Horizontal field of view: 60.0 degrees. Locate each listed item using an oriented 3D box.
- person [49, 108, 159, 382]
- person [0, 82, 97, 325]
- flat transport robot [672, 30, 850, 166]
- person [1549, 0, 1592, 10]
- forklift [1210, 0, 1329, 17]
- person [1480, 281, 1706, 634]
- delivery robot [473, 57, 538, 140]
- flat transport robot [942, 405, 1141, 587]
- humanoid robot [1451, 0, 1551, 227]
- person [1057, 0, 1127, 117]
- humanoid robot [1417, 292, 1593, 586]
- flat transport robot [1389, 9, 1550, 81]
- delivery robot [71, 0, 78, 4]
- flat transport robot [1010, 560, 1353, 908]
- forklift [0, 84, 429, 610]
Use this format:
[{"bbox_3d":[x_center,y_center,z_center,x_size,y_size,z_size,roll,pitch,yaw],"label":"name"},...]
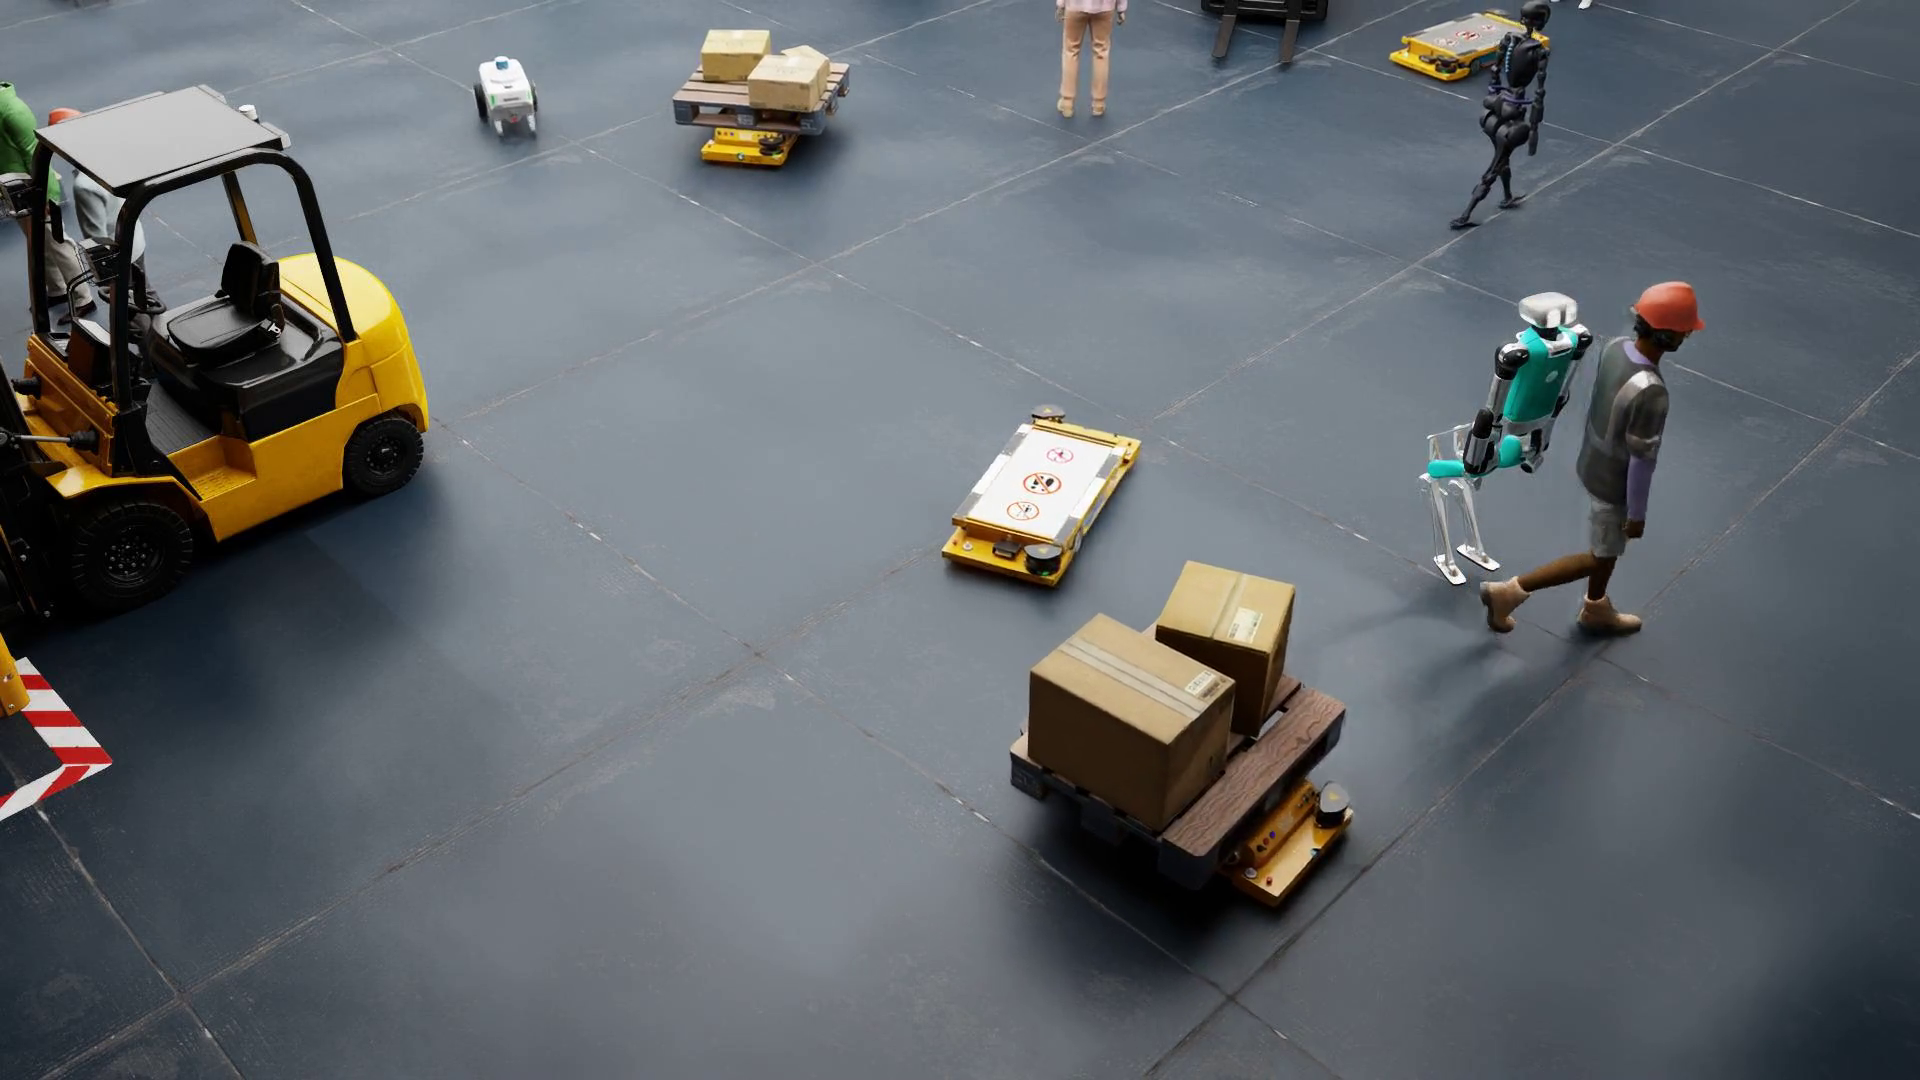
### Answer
[{"bbox_3d":[-5.187,-1.802,10.179,0.350,1.740,0.573,-4,37,-5],"label":"person"},{"bbox_3d":[-6.048,-2.266,10.766,0.535,1.784,0.383,24,43,28],"label":"person"},{"bbox_3d":[-1.595,-3.453,13.619,0.659,0.231,1.431,7,37,9],"label":"flat transport robot"},{"bbox_3d":[5.977,-5.868,15.707,0.518,1.636,0.310,30,46,34],"label":"person"},{"bbox_3d":[3.106,-6.400,15.960,1.214,2.155,2.313,8,37,10],"label":"forklift"},{"bbox_3d":[3.062,-0.324,7.977,0.804,2.015,0.616,3,37,4],"label":"person"},{"bbox_3d":[-3.723,-3.680,13.658,0.499,0.564,0.744,-12,39,-16],"label":"delivery robot"},{"bbox_3d":[0.483,-0.273,9.362,0.659,0.231,1.431,15,39,19],"label":"flat transport robot"},{"bbox_3d":[3.968,-3.071,11.965,0.778,1.621,0.601,-14,39,-18],"label":"humanoid robot"},{"bbox_3d":[1.086,-4.309,13.511,0.572,1.769,0.411,-4,37,-5],"label":"person"},{"bbox_3d":[2.660,-0.575,8.429,0.533,1.677,0.735,-17,40,-21],"label":"humanoid robot"},{"bbox_3d":[4.595,-4.453,14.958,1.431,0.231,0.659,-25,43,-29],"label":"flat transport robot"},{"bbox_3d":[-8.690,-5.615,16.289,0.499,0.613,0.807,-25,43,-29],"label":"delivery robot"},{"bbox_3d":[0.990,1.080,7.552,1.431,0.231,0.659,27,44,31],"label":"flat transport robot"},{"bbox_3d":[-4.145,-1.093,8.856,2.313,2.155,1.214,-31,47,-34],"label":"forklift"}]
